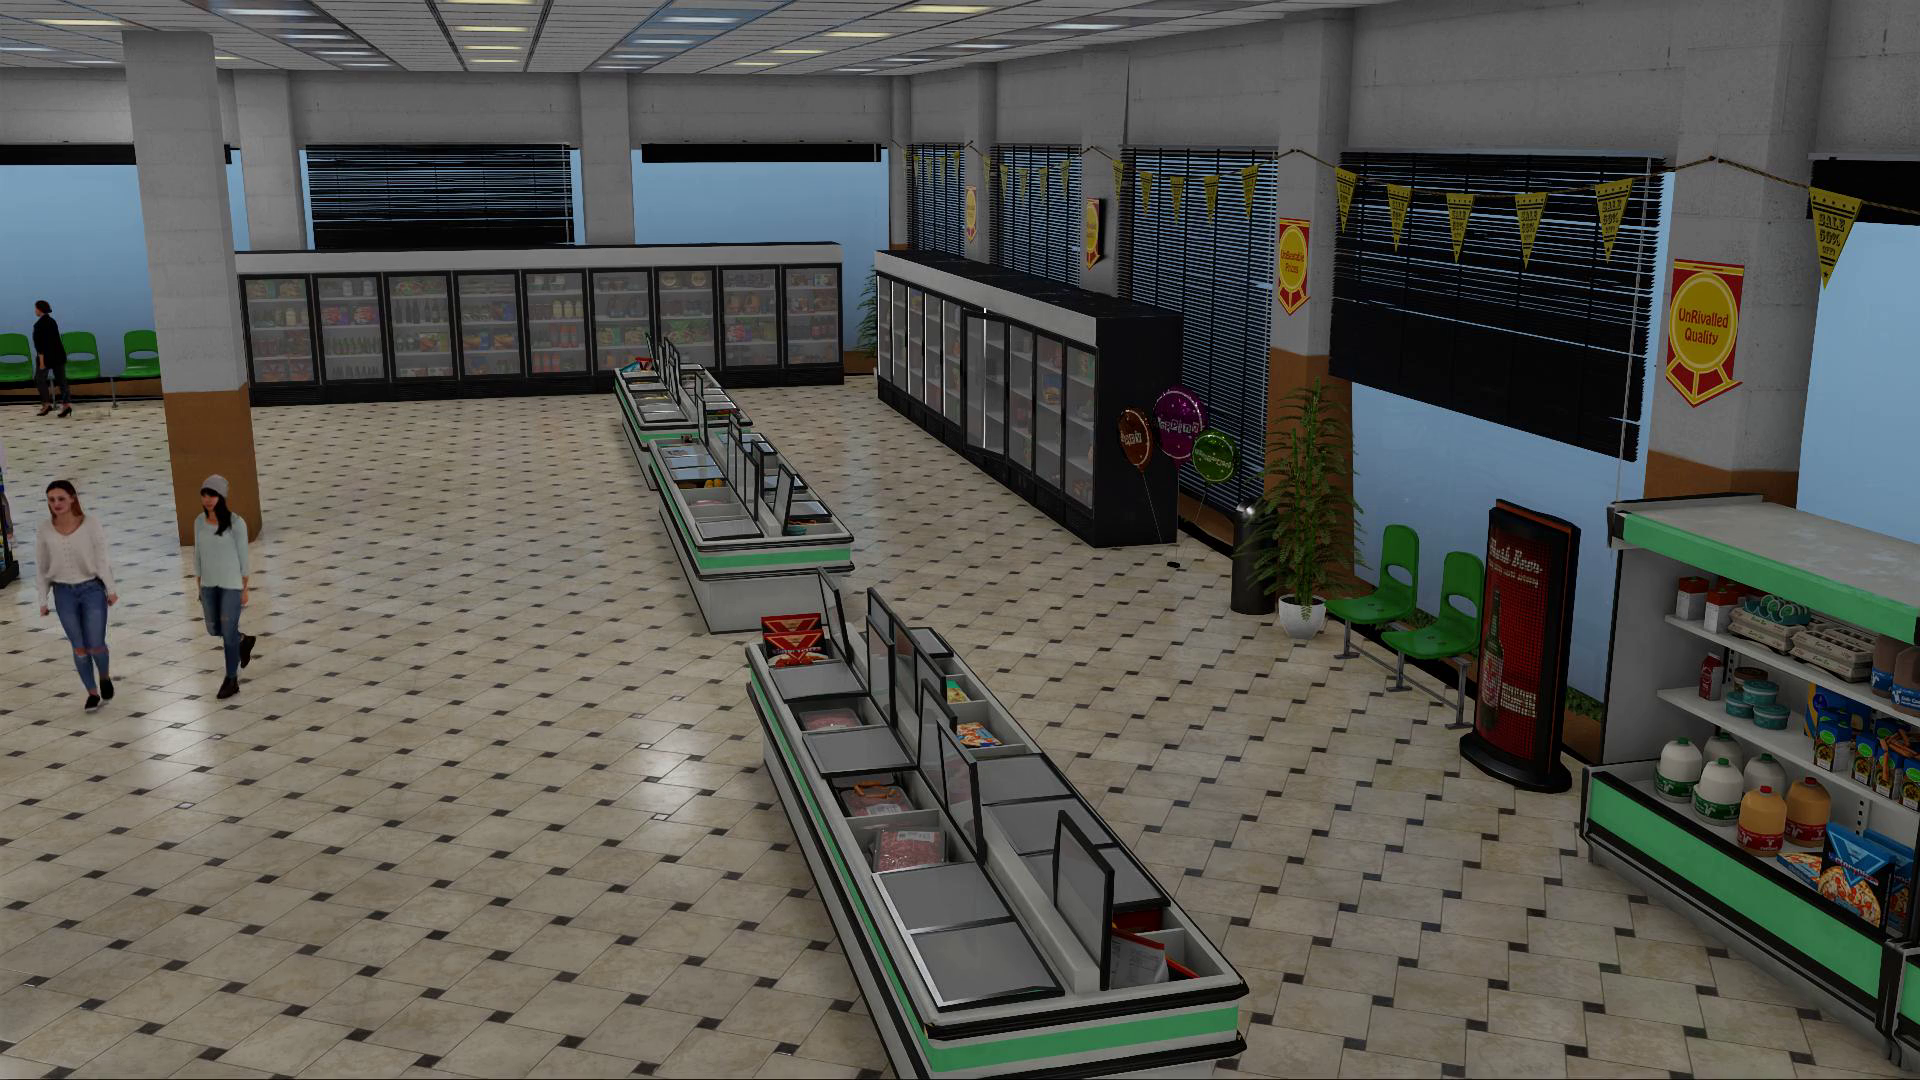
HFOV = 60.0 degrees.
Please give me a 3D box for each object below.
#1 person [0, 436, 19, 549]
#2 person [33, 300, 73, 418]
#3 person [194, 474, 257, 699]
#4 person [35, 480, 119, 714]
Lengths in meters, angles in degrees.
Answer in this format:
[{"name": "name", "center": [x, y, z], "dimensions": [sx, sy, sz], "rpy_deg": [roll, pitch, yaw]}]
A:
[{"name": "person", "center": [-9.662, -0.836, 16.544], "dimensions": [0.773, 1.835, 0.580], "rpy_deg": [-8, 16, -29]}, {"name": "person", "center": [-13.129, -2.617, 24.177], "dimensions": [0.831, 1.699, 0.765], "rpy_deg": [1, 14, 4]}, {"name": "person", "center": [-5.372, 0.313, 12.229], "dimensions": [0.773, 1.635, 0.954], "rpy_deg": [2, 14, 9]}, {"name": "person", "center": [-6.250, 0.385, 11.838], "dimensions": [0.645, 1.680, 0.572], "rpy_deg": [-4, 14, -15]}]
